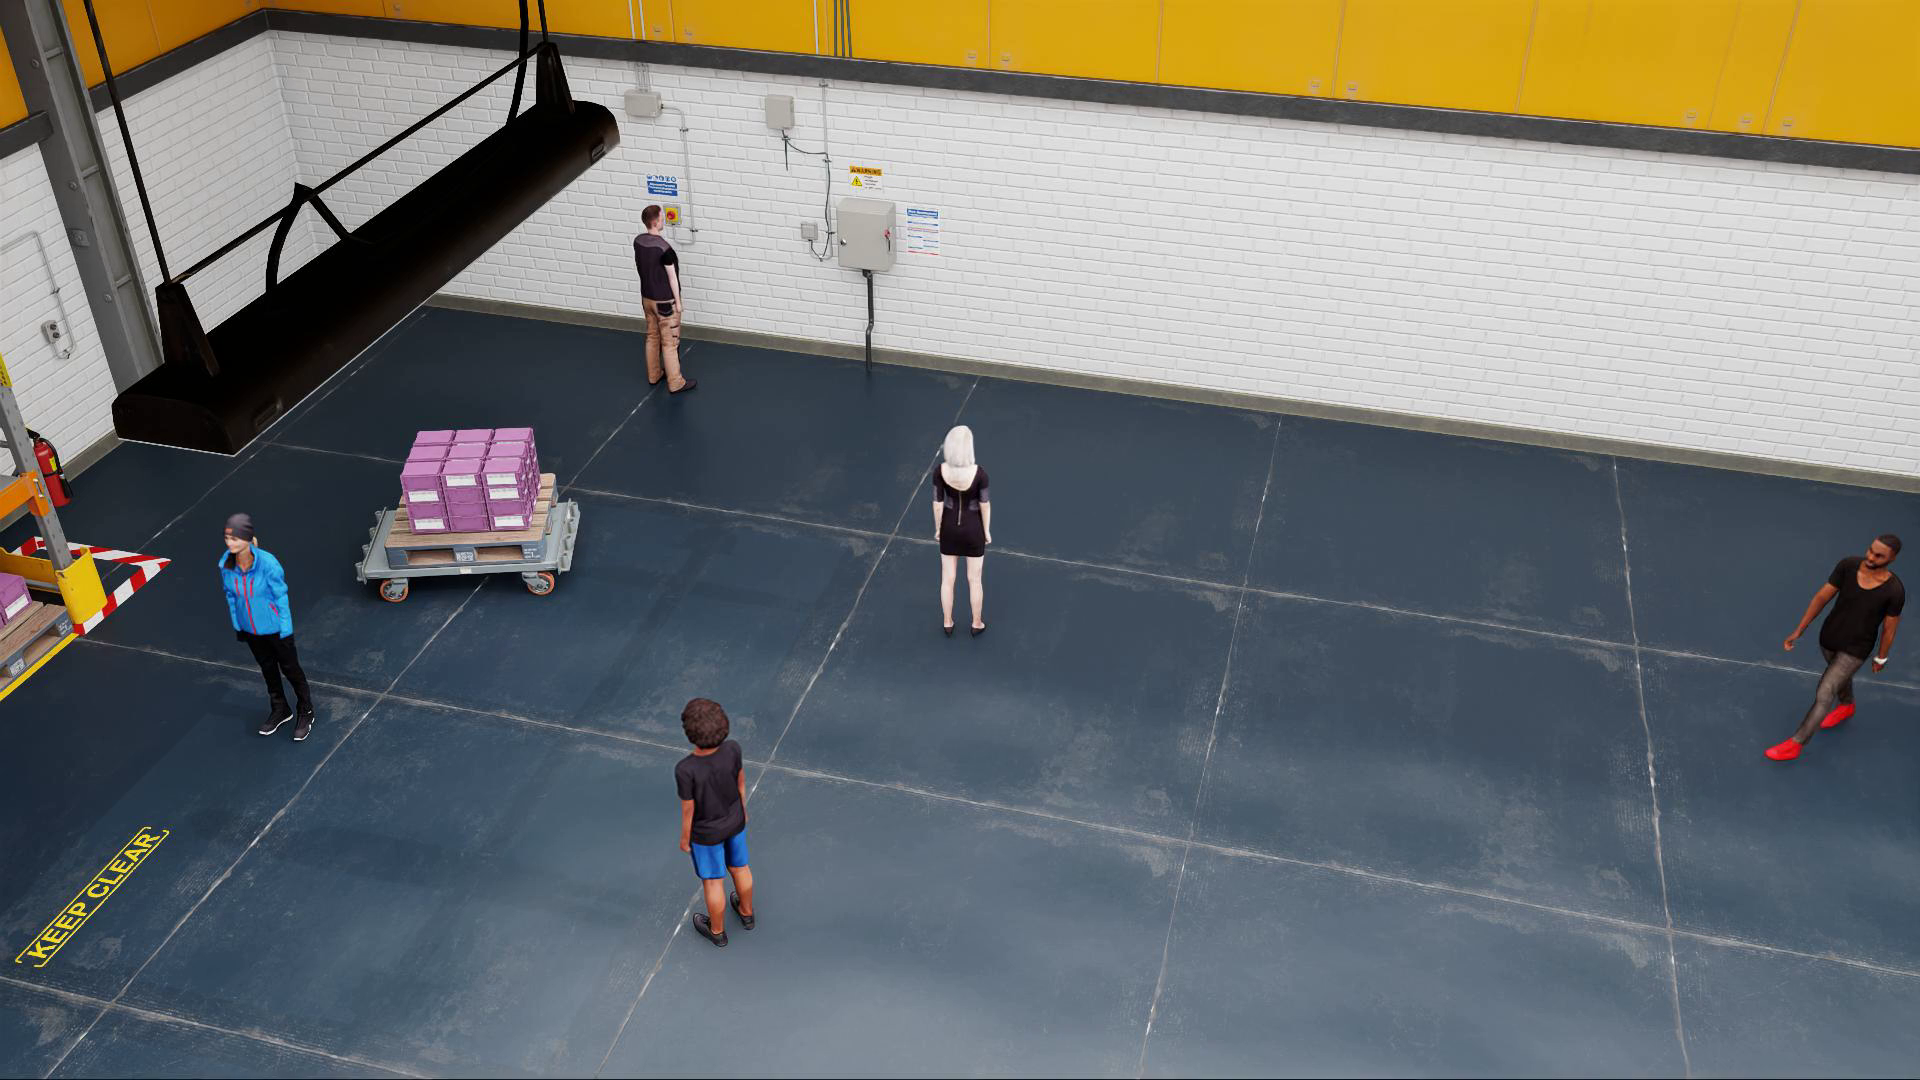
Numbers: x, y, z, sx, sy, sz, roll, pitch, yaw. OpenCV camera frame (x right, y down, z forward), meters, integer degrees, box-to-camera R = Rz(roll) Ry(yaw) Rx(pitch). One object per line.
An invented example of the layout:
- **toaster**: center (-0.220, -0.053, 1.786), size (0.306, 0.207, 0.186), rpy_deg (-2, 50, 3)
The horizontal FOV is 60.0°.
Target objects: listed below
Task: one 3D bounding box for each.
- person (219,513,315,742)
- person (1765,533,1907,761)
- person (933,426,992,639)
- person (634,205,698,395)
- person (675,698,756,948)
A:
- **person**: center (-4.772, 0.593, 11.441), size (0.612, 1.796, 0.511), rpy_deg (8, 34, 11)
- **person**: center (6.107, 0.679, 11.348), size (1.212, 1.756, 1.218), rpy_deg (-14, 36, -20)
- **person**: center (0.016, -0.053, 12.381), size (0.598, 1.830, 0.529), rpy_deg (5, 34, 7)
- **person**: center (-2.851, -2.298, 15.749), size (0.769, 1.840, 0.752), rpy_deg (26, 41, 33)
- **person**: center (-1.437, 1.667, 9.822), size (0.694, 1.800, 0.774), rpy_deg (-24, 41, -32)
